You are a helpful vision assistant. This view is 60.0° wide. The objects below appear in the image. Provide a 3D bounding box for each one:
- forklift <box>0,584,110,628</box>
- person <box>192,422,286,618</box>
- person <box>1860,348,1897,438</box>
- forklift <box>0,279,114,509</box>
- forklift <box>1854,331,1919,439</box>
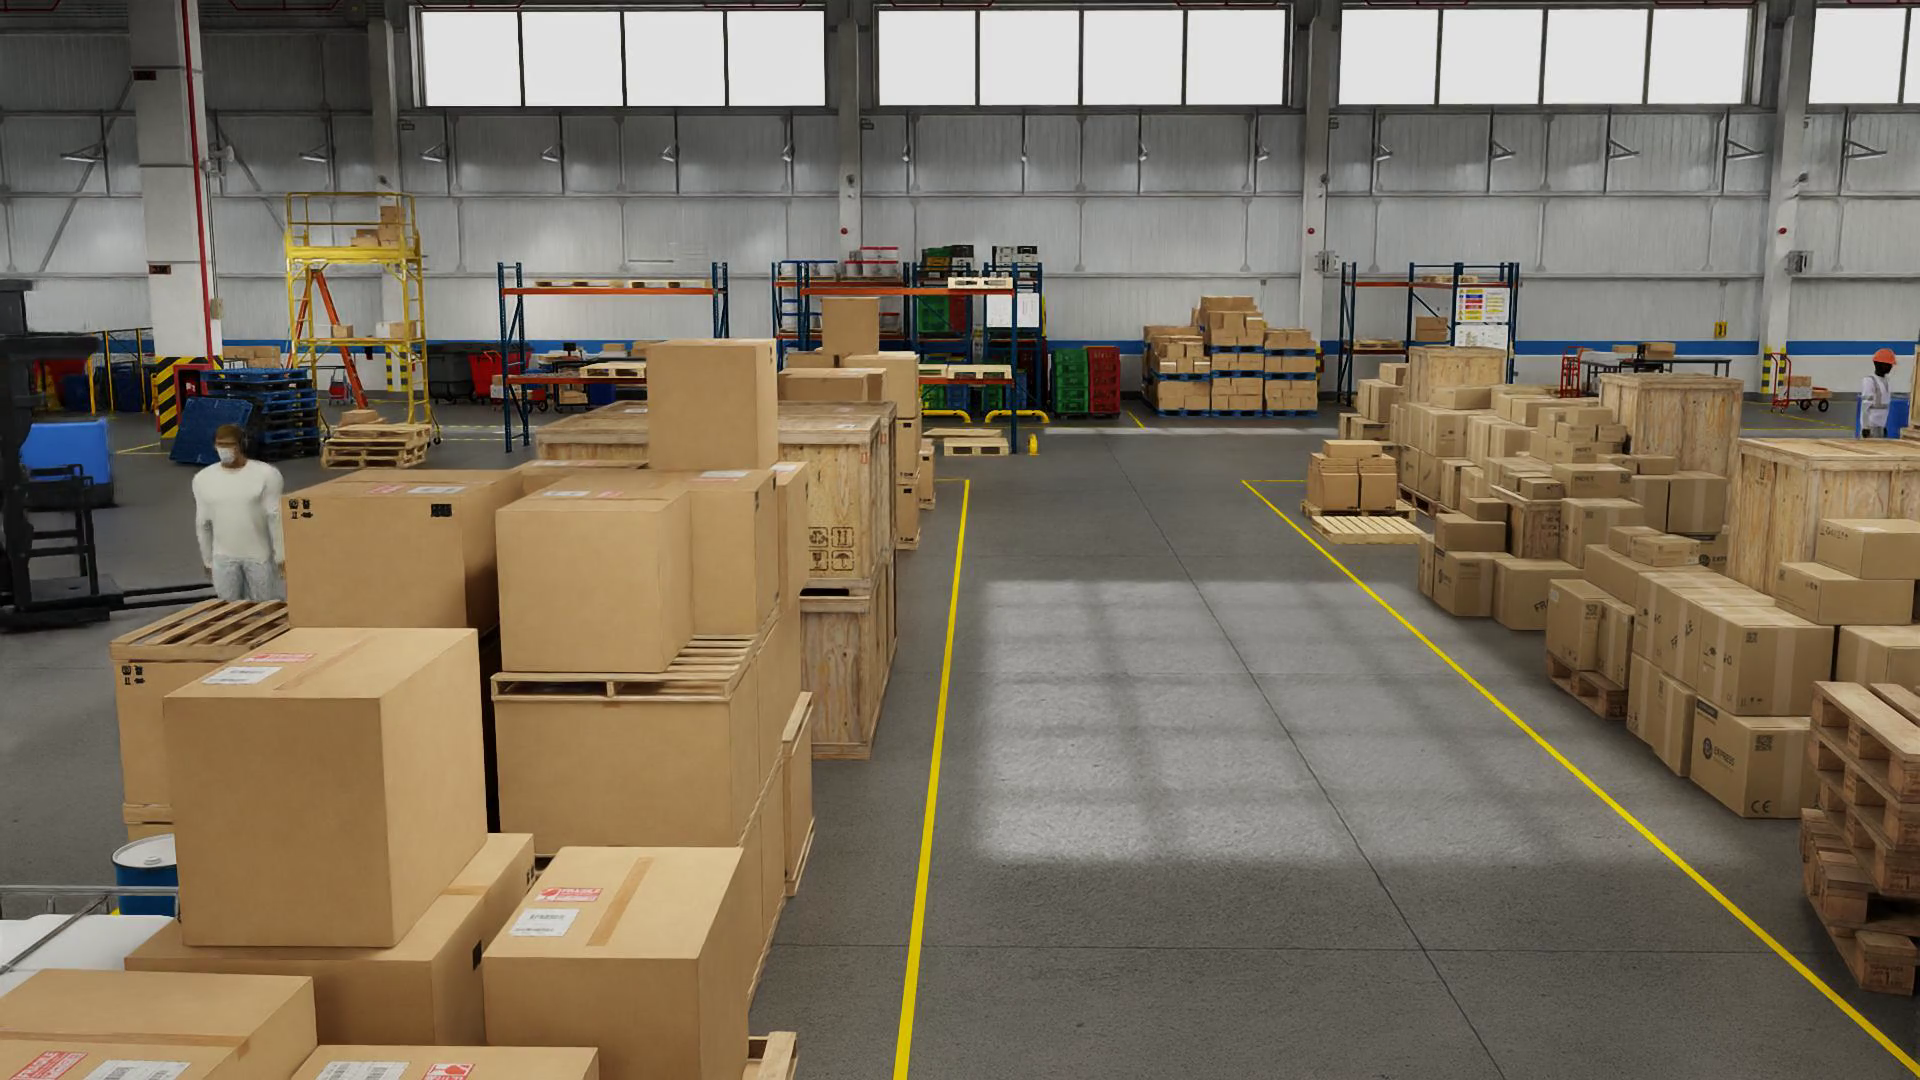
[{"bbox_3d":[-8.207,-0.675,13.677,1.873,2.768,1.129,-6,11,-32],"label":"forklift"},{"bbox_3d":[-5.091,0.106,11.848,0.632,1.926,0.622,-1,10,-8],"label":"person"},{"bbox_3d":[11.847,-1.508,21.492,0.552,1.932,0.377,-7,12,-36],"label":"person"},{"bbox_3d":[-11.538,-1.795,20.389,1.873,2.768,1.129,-4,10,-25],"label":"forklift"},{"bbox_3d":[14.236,-2.425,24.161,1.873,2.768,1.129,0,9,1],"label":"forklift"}]
